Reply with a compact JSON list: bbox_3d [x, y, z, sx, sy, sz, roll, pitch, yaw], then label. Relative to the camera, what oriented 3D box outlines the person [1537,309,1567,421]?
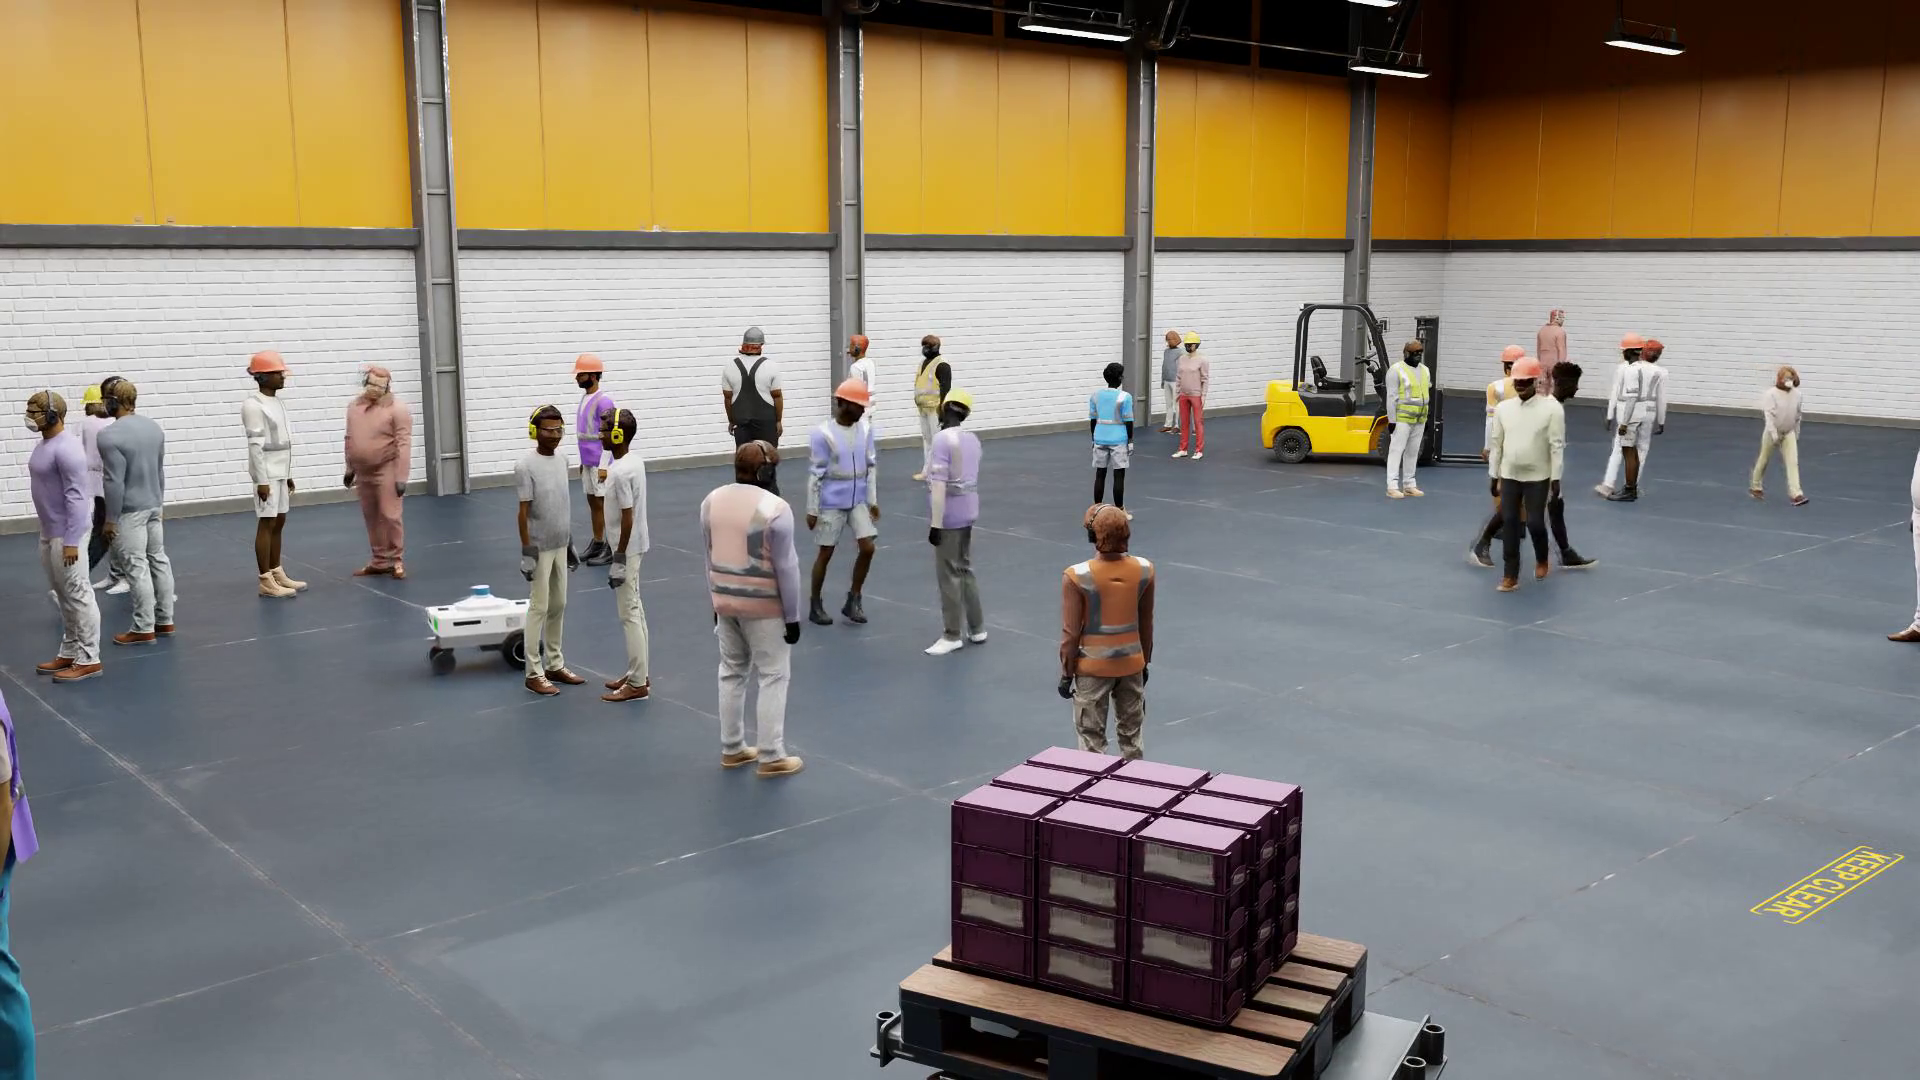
[{"bbox_3d":[10.184,-2.996,28.532,0.403,1.902,0.651,-3,10,-19],"label":"person"}]

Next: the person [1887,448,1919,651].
[{"bbox_3d":[6.995,-0.155,11.872,0.409,1.913,0.651,0,10,-2],"label":"person"}]

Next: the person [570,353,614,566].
[{"bbox_3d":[-3.342,-0.730,15.156,0.362,1.939,0.543,-7,12,-34],"label":"person"}]

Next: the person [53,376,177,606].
[{"bbox_3d":[-6.700,-0.344,13.084,0.589,1.885,0.920,4,11,23],"label":"person"}]

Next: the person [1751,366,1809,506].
[{"bbox_3d":[9.348,-1.191,18.929,0.502,1.570,0.925,-1,10,-7],"label":"person"}]

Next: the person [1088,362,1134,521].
[{"bbox_3d":[1.616,-1.037,17.655,0.540,1.697,0.317,7,12,37],"label":"person"}]

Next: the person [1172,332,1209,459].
[{"bbox_3d":[3.211,-2.005,23.129,0.523,1.769,0.314,9,13,42],"label":"person"}]

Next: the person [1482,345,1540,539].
[{"bbox_3d":[5.479,-0.976,16.600,0.548,1.936,0.378,-1,10,-5],"label":"person"}]

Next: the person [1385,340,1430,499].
[{"bbox_3d":[5.239,-1.404,19.394,0.632,1.840,0.429,-6,11,-30],"label":"person"}]

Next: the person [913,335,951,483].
[{"bbox_3d":[-0.359,-1.630,20.715,0.429,1.841,0.636,-5,11,-28],"label":"person"}]

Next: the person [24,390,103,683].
[{"bbox_3d":[-5.968,-0.028,11.049,0.372,1.940,0.627,-9,13,-42],"label":"person"}]

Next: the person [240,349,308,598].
[{"bbox_3d":[-5.680,-0.549,13.777,0.371,2.048,0.605,0,10,-2],"label":"person"}]

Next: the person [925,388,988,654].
[{"bbox_3d":[-0.046,-0.133,11.887,0.366,1.877,0.678,4,11,24],"label":"person"}]

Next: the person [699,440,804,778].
[{"bbox_3d":[-1.122,0.370,9.036,0.628,1.839,0.430,7,12,34],"label":"person"}]

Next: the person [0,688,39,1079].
[{"bbox_3d":[-3.100,1.024,5.159,0.567,1.847,0.389,7,12,35],"label":"person"}]

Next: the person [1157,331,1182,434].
[{"bbox_3d":[3.369,-2.503,26.430,0.278,1.633,0.498,-6,11,-30],"label":"person"}]

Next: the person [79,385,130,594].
[{"bbox_3d":[-7.150,-0.422,13.927,0.492,1.743,0.296,9,13,42],"label":"person"}]

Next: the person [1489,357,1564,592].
[{"bbox_3d":[4.769,-0.553,13.998,0.633,1.979,0.553,8,12,39],"label":"person"}]

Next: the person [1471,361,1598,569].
[{"bbox_3d":[5.166,-0.662,14.935,1.068,1.898,0.661,5,11,27],"label":"person"}]

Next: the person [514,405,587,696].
[{"bbox_3d":[-2.653,0.058,10.759,0.311,1.865,0.532,4,10,22],"label":"person"}]

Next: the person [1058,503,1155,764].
[{"bbox_3d":[0.711,0.638,8.024,0.513,1.641,0.307,-5,11,-26],"label":"person"}]

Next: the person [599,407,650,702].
[{"bbox_3d":[-2.143,0.090,10.556,0.328,1.872,0.509,-1,10,-5],"label":"person"}]

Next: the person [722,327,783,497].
[{"bbox_3d":[-2.271,-1.355,18.521,0.677,2.000,0.536,2,10,10],"label":"person"}]

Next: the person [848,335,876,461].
[{"bbox_3d":[-1.192,-1.510,19.885,0.355,1.885,0.575,3,10,16],"label":"person"}]

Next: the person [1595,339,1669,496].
[{"bbox_3d":[7.903,-1.423,19.465,0.668,1.854,0.440,7,12,34],"label":"person"}]

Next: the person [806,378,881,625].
[{"bbox_3d":[-0.891,-0.281,12.653,0.577,1.894,0.623,-8,12,-38],"label":"person"}]

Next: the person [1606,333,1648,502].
[{"bbox_3d":[7.690,-1.407,19.126,0.351,1.936,0.549,6,11,32],"label":"person"}]

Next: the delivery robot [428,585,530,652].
[{"bbox_3d":[-3.274,0.555,11.407,0.707,0.478,0.477,-4,11,-22],"label":"delivery robot"}]

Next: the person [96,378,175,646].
[{"bbox_3d":[-5.989,-0.201,12.060,0.372,1.939,0.629,2,10,9],"label":"person"}]

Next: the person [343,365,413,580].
[{"bbox_3d":[-5.081,-0.579,14.467,0.721,1.884,0.405,4,11,23],"label":"person"}]

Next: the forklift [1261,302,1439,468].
[{"bbox_3d":[5.320,-2.157,22.763,2.313,2.155,1.214,3,10,16],"label":"forklift"}]

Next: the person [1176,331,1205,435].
[{"bbox_3d":[3.639,-2.473,26.252,0.508,1.632,0.265,6,11,32],"label":"person"}]
